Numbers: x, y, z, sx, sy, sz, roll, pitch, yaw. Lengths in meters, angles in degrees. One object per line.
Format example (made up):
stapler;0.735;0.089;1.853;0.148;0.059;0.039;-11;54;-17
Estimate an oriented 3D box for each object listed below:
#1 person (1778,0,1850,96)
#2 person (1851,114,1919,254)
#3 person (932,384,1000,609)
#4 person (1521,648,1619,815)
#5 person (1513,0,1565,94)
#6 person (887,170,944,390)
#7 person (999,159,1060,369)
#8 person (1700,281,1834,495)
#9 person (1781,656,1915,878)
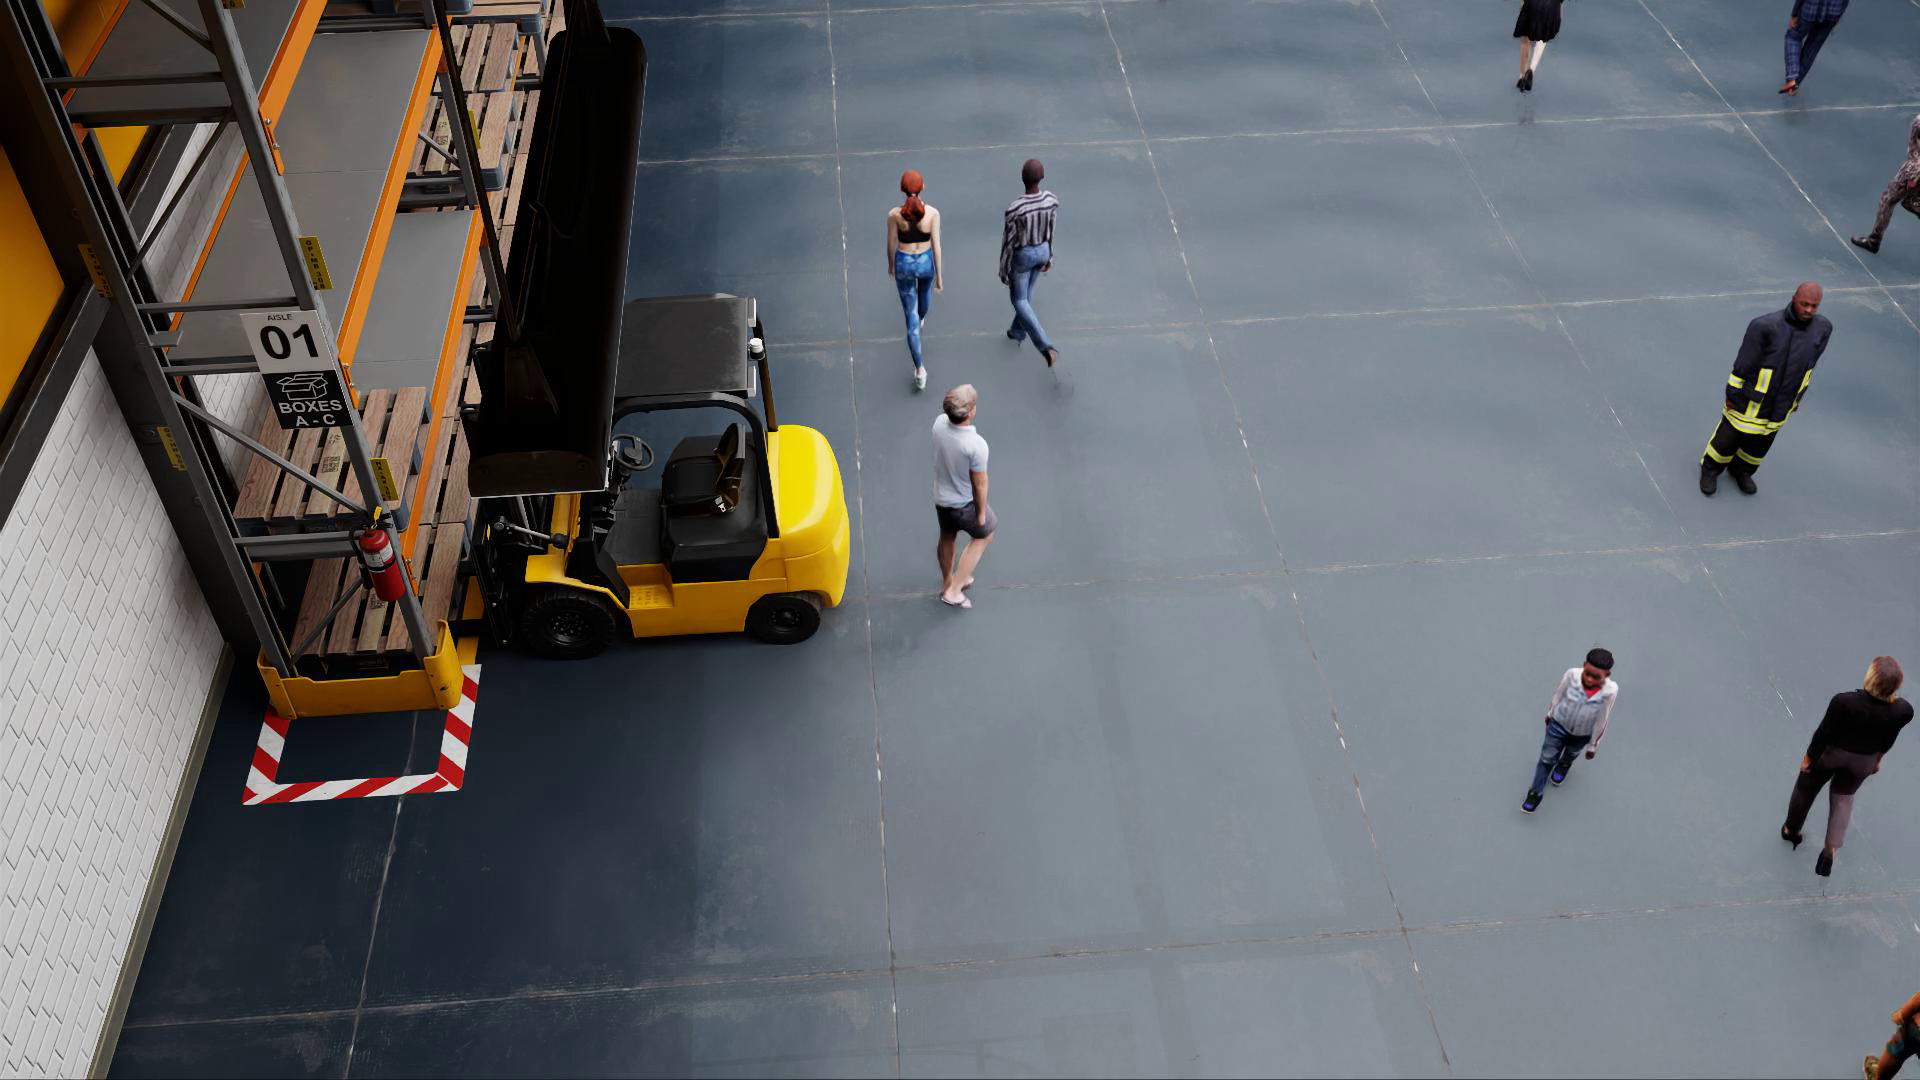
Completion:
person;8.396;-5.135;16.205;0.787;1.806;0.901;8;44;9
person;8.259;-3.142;14.193;1.037;1.696;0.953;31;52;28
person;-0.069;-0.239;11.054;0.825;1.822;0.886;33;53;30
person;3.762;1.076;10.102;0.791;1.231;0.908;23;48;23
person;5.683;-5.154;16.277;0.775;1.734;0.916;12;45;12
person;-0.339;-1.990;12.961;0.599;1.729;1.216;-5;44;-5
person;0.590;-2.124;13.074;0.930;1.767;1.131;-23;48;-22
person;5.811;-1.109;11.969;0.770;1.821;0.695;1;44;1
person;5.067;1.334;9.521;0.718;1.659;0.852;7;44;7
